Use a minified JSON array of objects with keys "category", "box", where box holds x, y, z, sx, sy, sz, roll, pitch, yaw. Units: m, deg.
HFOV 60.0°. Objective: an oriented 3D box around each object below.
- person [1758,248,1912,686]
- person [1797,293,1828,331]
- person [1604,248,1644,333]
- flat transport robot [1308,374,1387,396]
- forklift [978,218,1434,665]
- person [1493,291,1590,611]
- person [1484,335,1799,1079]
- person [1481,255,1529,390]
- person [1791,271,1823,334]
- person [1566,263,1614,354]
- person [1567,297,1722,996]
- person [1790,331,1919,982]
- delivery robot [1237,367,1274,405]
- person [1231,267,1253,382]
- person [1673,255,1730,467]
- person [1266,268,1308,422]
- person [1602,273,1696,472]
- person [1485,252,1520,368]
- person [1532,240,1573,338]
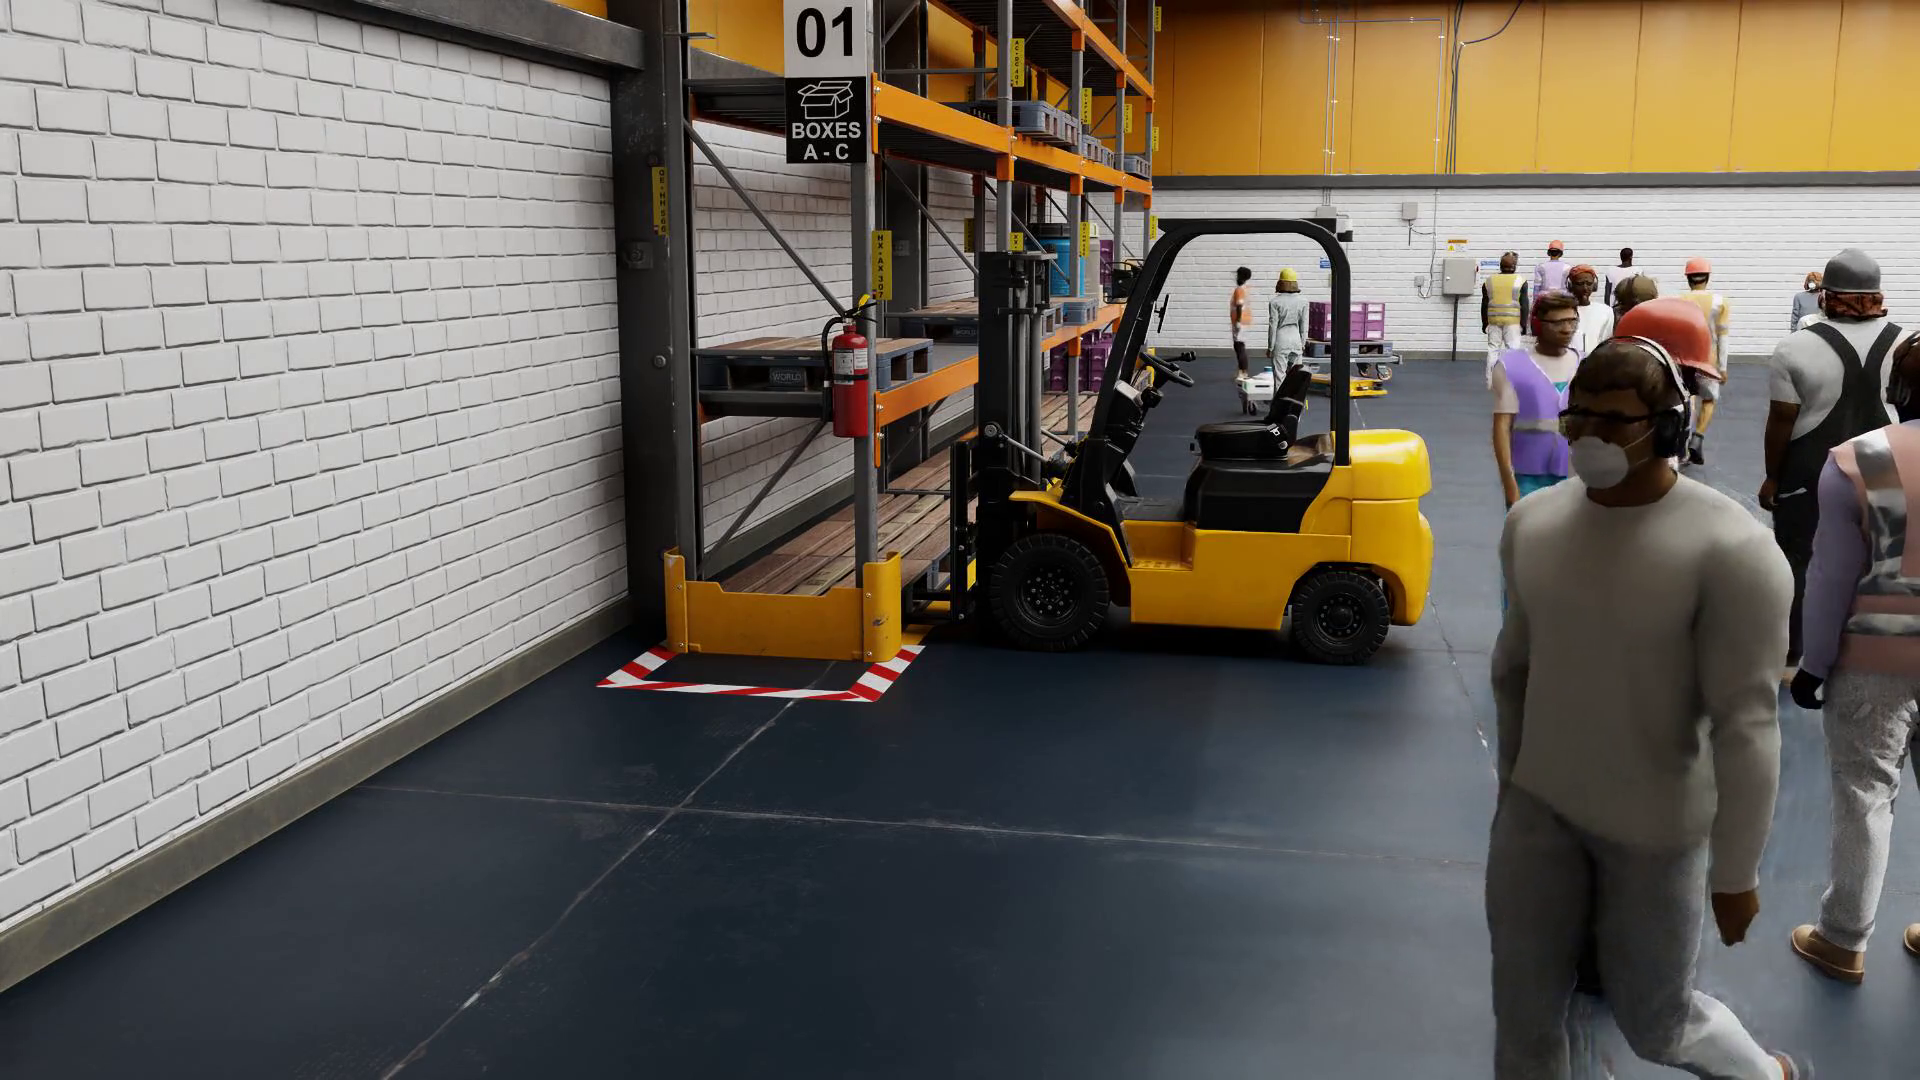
[{"category":"person","box":[4.061,-0.330,7.756,0.683,2.000,0.537,1,10,7]},{"category":"person","box":[7.896,-1.495,15.243,0.514,1.640,0.310,2,11,13]},{"category":"person","box":[10.714,-3.753,26.870,0.587,1.915,0.395,5,11,24]},{"category":"flat transport robot","box":[4.946,-2.072,22.160,0.652,0.197,1.431,-6,12,-29]},{"category":"forklift","box":[1.285,-0.567,8.635,2.313,2.155,1.214,2,11,11]},{"category":"person","box":[2.845,-0.275,8.024,0.588,1.829,0.546,-2,10,-8]},{"category":"person","box":[1.373,0.542,3.348,0.838,1.914,0.637,-6,12,-31]},{"category":"person","box":[7.451,-2.963,22.741,0.636,1.840,0.429,7,12,32]},{"category":"person","box":[11.349,-2.761,22.195,0.501,1.633,0.281,9,13,39]},{"category":"person","box":[4.807,-1.213,13.022,0.585,1.882,0.337,0,10,-1]},{"category":"person","box":[1.854,0.299,4.619,0.374,1.928,0.543,1,10,4]},{"category":"person","box":[2.650,0.334,4.659,0.620,1.845,0.430,1,10,3]},{"category":"delivery robot","box":[3.639,-1.804,19.657,0.707,0.478,0.477,-1,10,-7]},{"category":"person","box":[4.073,-3.123,24.146,0.313,1.664,0.648,4,11,20]},{"category":"person","box":[6.630,-1.602,15.035,0.576,1.926,0.450,6,12,30]},{"category":"person","box":[3.685,-2.199,18.818,0.487,1.744,0.297,-4,11,-19]},{"category":"person","box":[3.883,-0.541,9.324,0.647,1.893,0.869,-2,11,-11]},{"category":"person","box":[8.548,-3.573,26.107,0.423,1.852,0.575,0,10,-1]},{"category":"person","box":[9.662,-3.868,27.143,0.614,2.040,0.390,3,11,17]}]
